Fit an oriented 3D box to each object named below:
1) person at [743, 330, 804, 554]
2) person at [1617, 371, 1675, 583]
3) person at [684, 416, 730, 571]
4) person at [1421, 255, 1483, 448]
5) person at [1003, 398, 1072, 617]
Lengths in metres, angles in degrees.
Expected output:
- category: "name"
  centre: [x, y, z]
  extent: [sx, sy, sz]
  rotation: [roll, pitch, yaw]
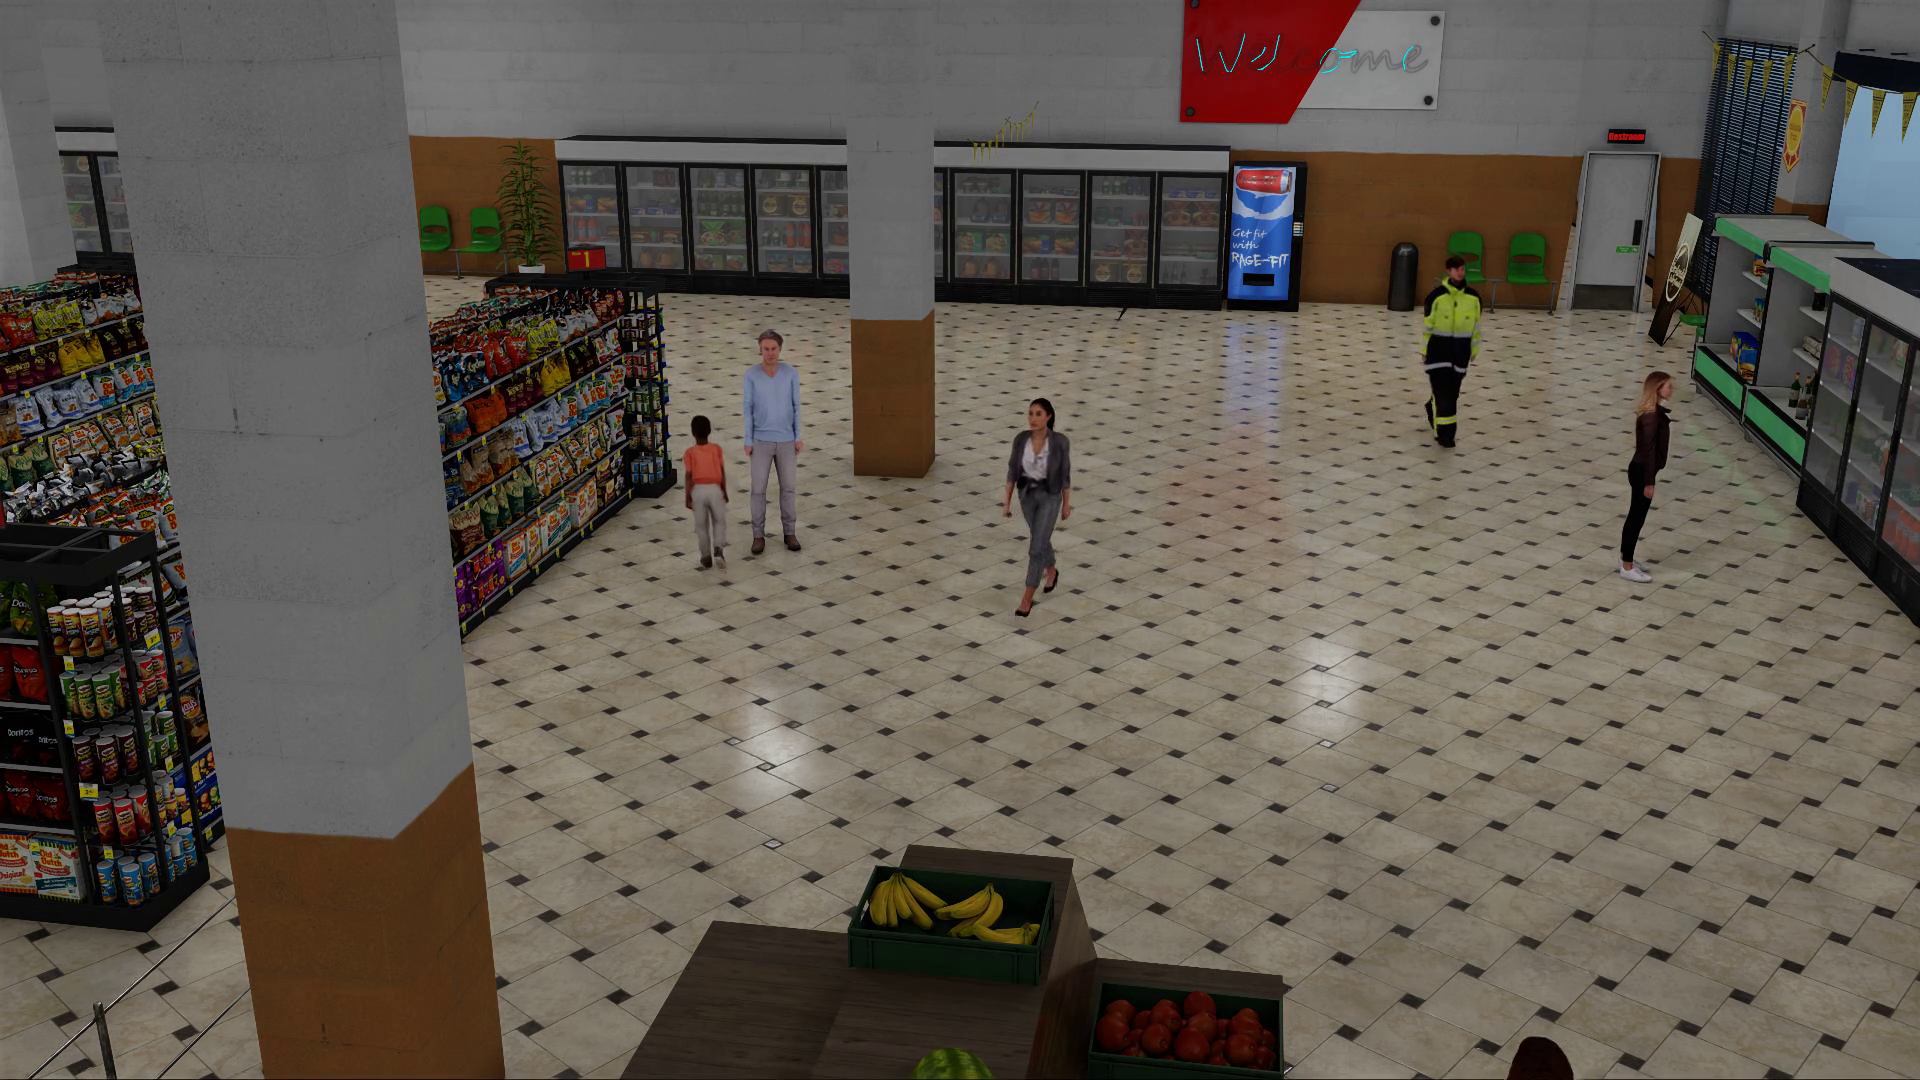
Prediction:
- category: "person"
  centre: [-1.581, -0.839, 14.021]
  extent: [0.745, 1.894, 0.731]
  rotation: [-5, 19, -14]
- category: "person"
  centre: [5.499, -0.524, 13.383]
  extent: [0.698, 1.705, 0.497]
  rotation: [7, 20, 19]
- category: "person"
  centre: [-2.049, -0.364, 13.537]
  extent: [0.639, 1.303, 0.745]
  rotation: [-4, 19, -13]
- category: "person"
  centre: [5.068, -1.988, 17.339]
  extent: [1.027, 1.951, 1.306]
  rotation: [-3, 19, -9]
- category: "person"
  centre: [0.644, -0.271, 12.759]
  extent: [0.843, 1.623, 1.183]
  rotation: [9, 21, 24]
